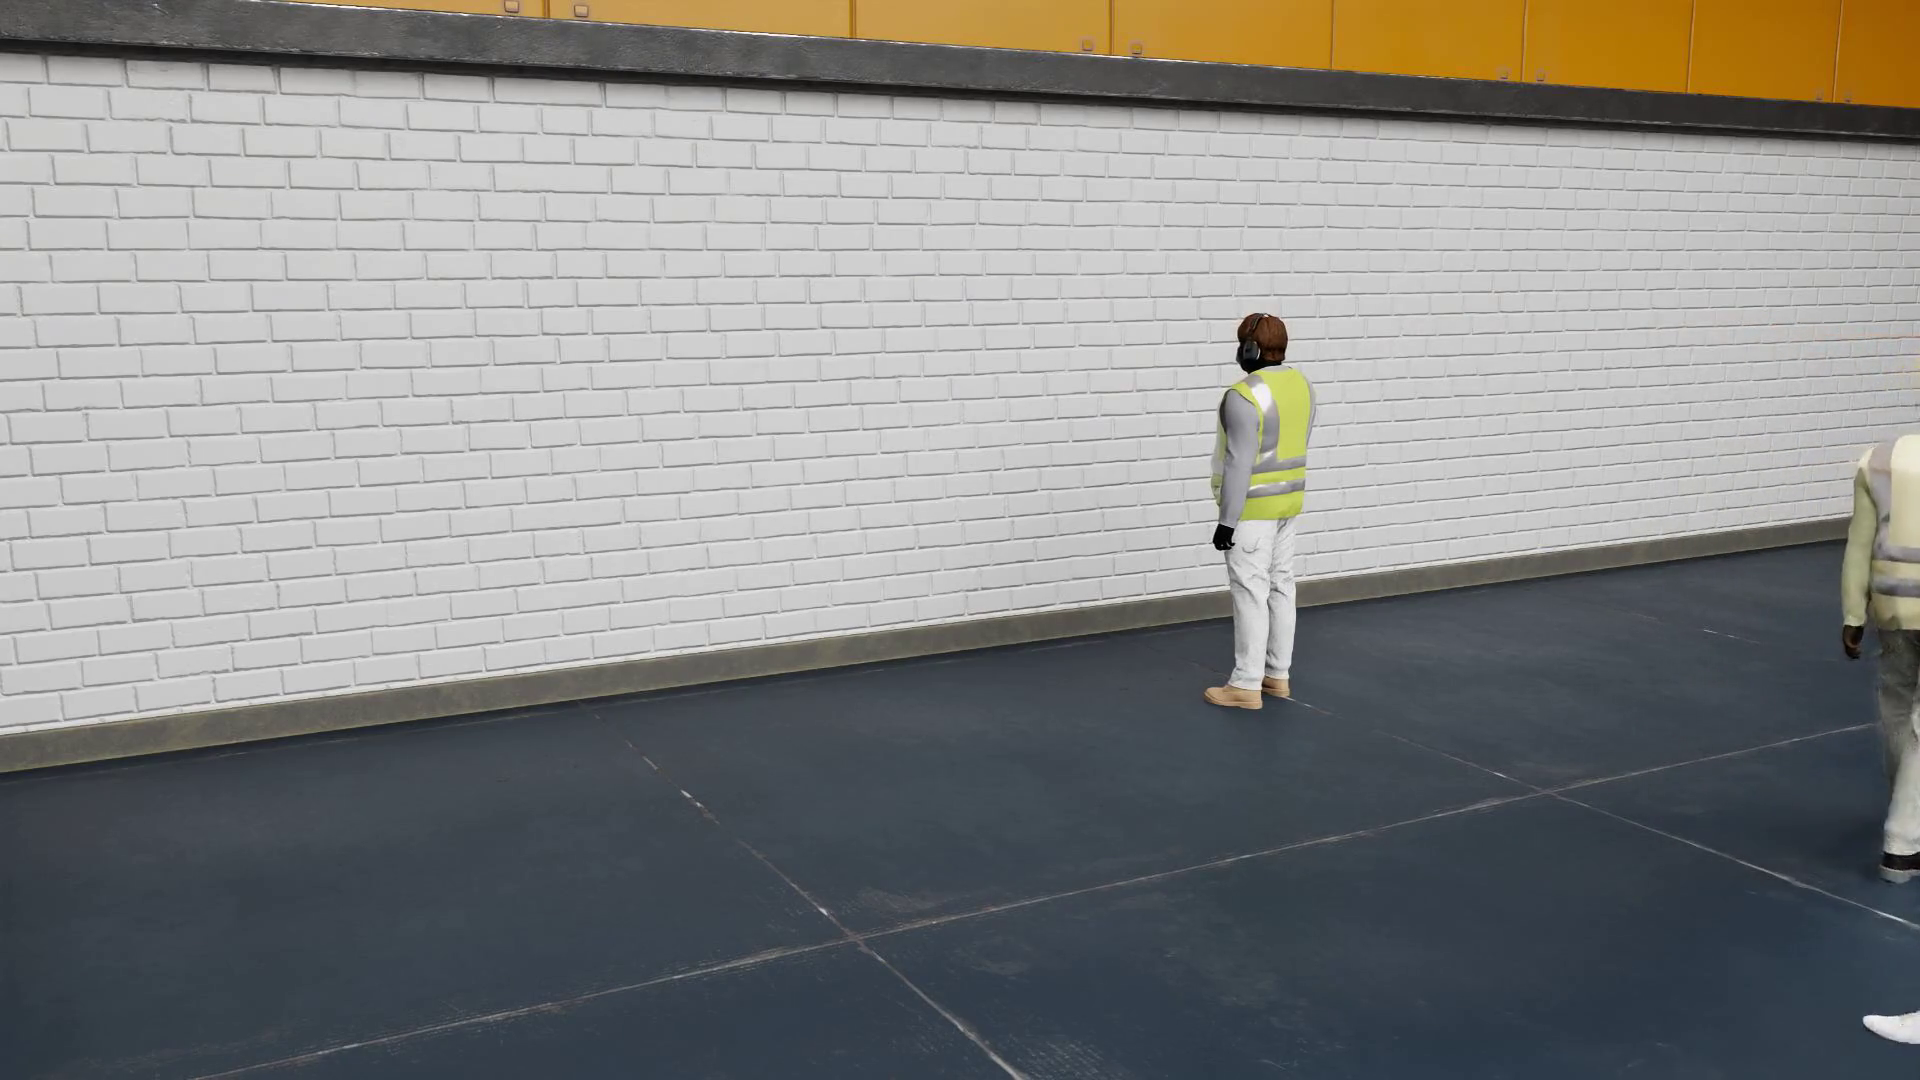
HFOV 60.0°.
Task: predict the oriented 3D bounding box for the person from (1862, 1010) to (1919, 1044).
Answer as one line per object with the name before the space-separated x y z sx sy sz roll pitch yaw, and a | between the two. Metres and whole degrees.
person | 2.817 0.499 4.086 0.856 1.877 0.630 8 13 40

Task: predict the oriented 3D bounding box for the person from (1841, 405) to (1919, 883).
person | 3.437 0.239 5.760 0.905 1.790 0.591 -8 12 -37

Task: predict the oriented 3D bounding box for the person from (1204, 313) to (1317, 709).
person | 1.385 -0.134 7.789 0.429 1.844 0.623 9 13 41
